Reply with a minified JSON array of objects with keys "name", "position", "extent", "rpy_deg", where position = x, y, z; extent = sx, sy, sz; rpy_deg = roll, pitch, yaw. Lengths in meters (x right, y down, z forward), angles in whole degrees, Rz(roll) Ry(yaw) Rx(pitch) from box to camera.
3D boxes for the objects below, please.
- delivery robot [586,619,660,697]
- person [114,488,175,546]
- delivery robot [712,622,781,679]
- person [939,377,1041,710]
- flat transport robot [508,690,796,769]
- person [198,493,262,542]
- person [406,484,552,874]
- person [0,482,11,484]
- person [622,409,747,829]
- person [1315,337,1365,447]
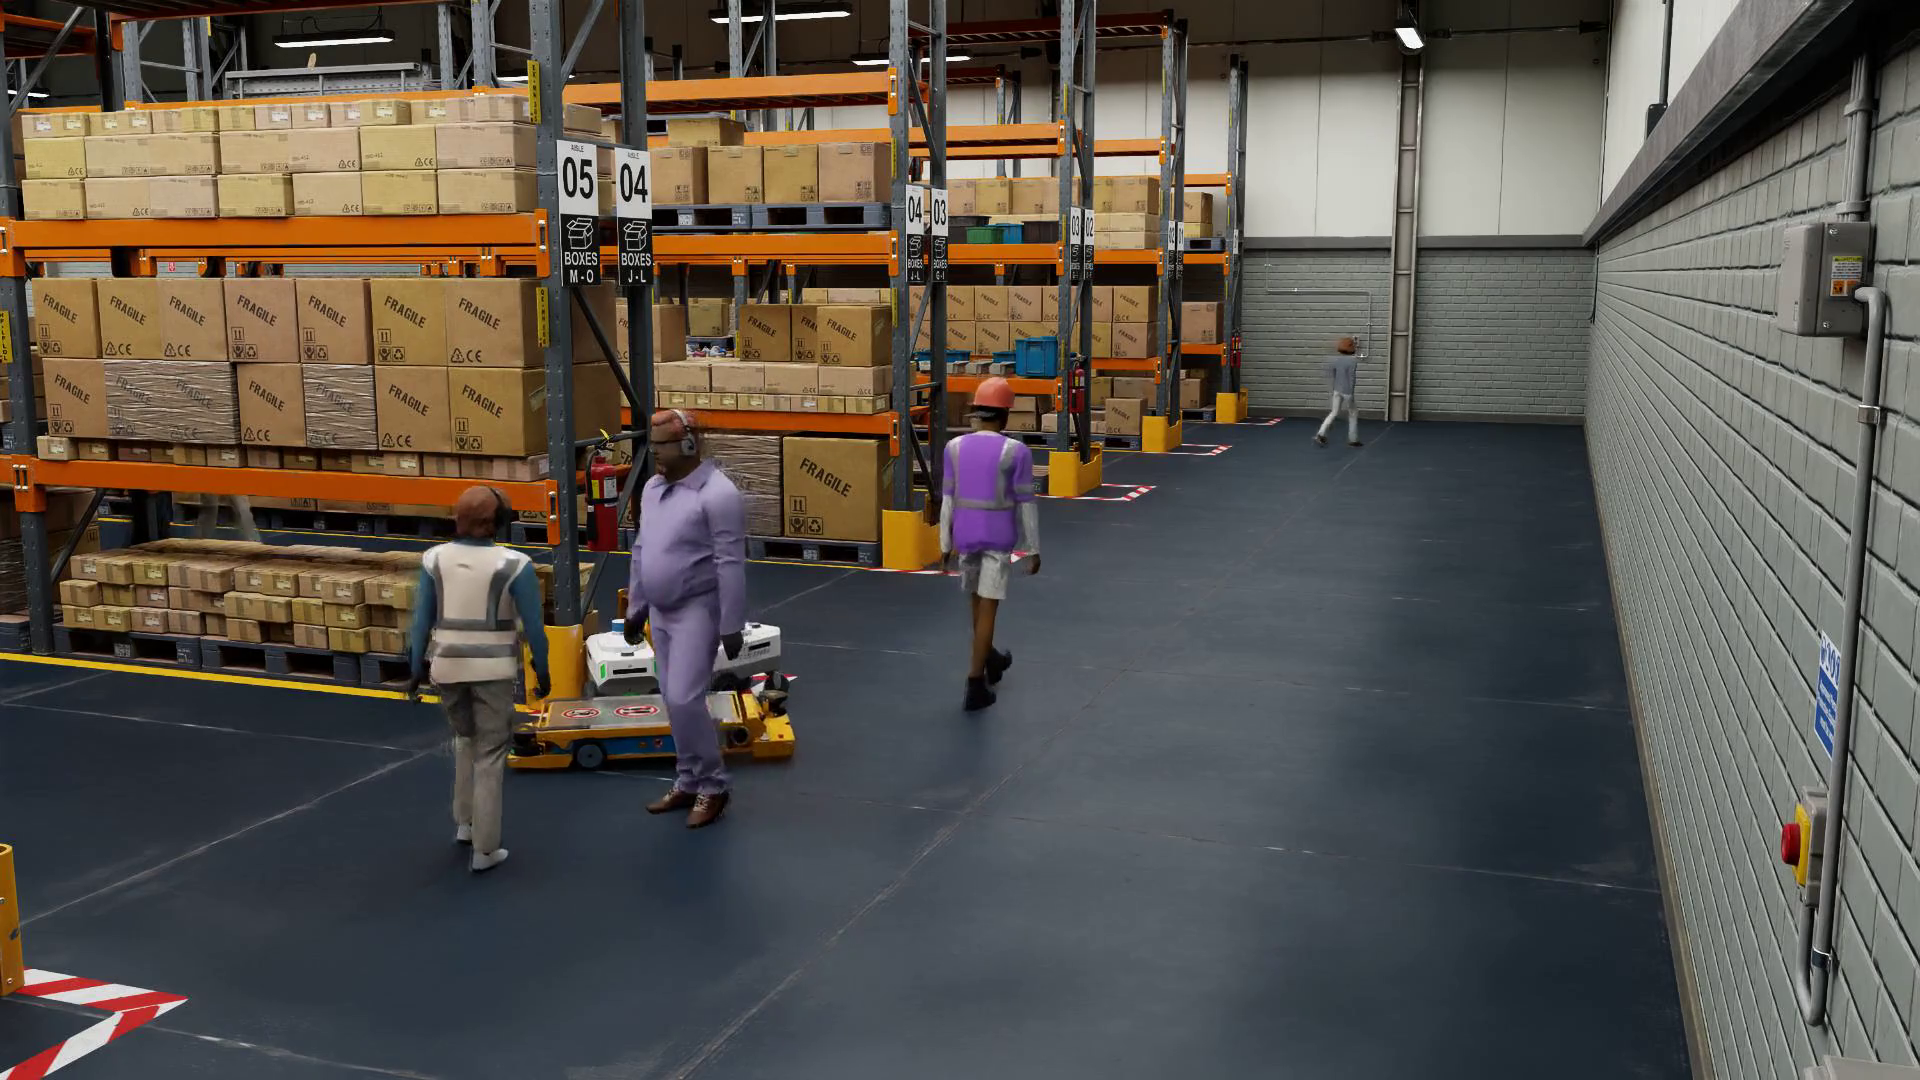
[{"name":"delivery robot","position":[-1.901,0.689,9.355],"extent":[0.477,0.478,0.707],"rpy_deg":[-3,10,-18]},{"name":"person","position":[-6.365,-0.536,13.227],"extent":[1.037,1.851,0.627],"rpy_deg":[4,10,26]},{"name":"delivery robot","position":[-1.366,0.644,9.633],"extent":[0.477,0.478,0.707],"rpy_deg":[7,11,36]},{"name":"person","position":[0.209,-0.007,9.820],"extent":[0.570,1.887,0.964],"rpy_deg":[4,10,25]},{"name":"flat transport robot","position":[-1.607,0.980,8.711],"extent":[1.431,0.197,0.652],"rpy_deg":[-2,9,-11]},{"name":"person","position":[-6.125,-0.532,13.981],"extent":[0.741,1.607,0.534],"rpy_deg":[2,9,13]},{"name":"person","position":[-2.032,0.570,7.077],"extent":[0.575,1.612,0.588],"rpy_deg":[1,9,9]},{"name":"person","position":[-7.689,-0.537,13.173],"extent":[0.987,1.884,0.565],"rpy_deg":[3,10,19]},{"name":"person","position":[-1.293,0.348,7.614],"extent":[0.477,1.892,0.670],"rpy_deg":[-8,12,-42]},{"name":"person","position":[5.485,-2.124,23.949],"extent":[0.795,1.605,0.507],"rpy_deg":[-5,10,-27]}]
